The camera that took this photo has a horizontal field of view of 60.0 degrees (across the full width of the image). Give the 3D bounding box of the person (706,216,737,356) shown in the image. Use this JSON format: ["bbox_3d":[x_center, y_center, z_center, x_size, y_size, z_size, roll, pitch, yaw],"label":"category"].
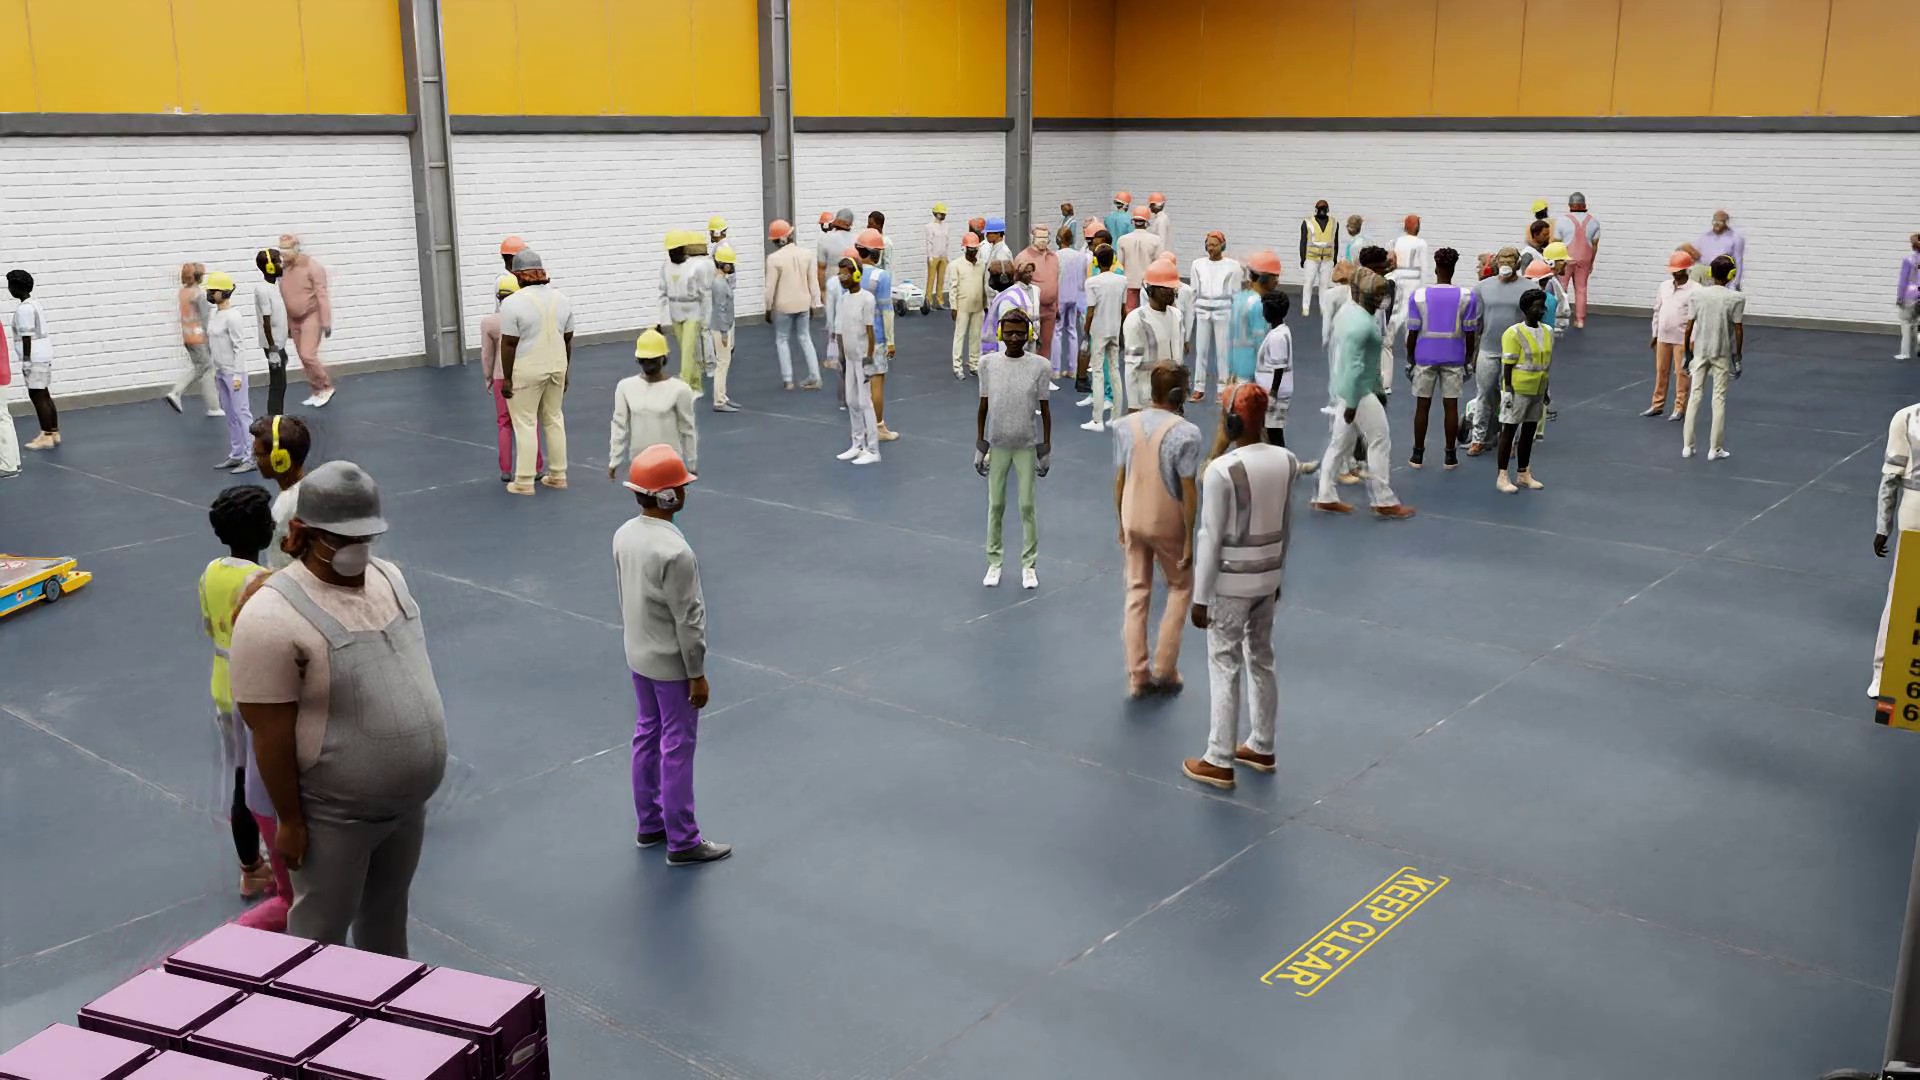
[{"bbox_3d":[-3.150,-3.344,21.965,0.403,1.827,0.599,0,14,-2],"label":"person"}]

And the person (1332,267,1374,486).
[{"bbox_3d":[3.356,-1.392,14.133,0.338,1.845,0.514,8,16,30],"label":"person"}]

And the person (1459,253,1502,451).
[{"bbox_3d":[4.955,-1.752,15.569,0.393,1.846,0.564,9,17,33],"label":"person"}]

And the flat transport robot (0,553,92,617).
[{"bbox_3d":[-6.170,0.344,10.387,0.652,0.197,1.431,2,14,6],"label":"flat transport robot"}]

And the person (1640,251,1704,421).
[{"bbox_3d":[7.375,-2.104,17.182,0.338,1.742,0.560,-9,16,-31],"label":"person"}]

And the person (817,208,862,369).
[{"bbox_3d":[-1.488,-3.209,20.996,0.701,2.000,0.622,-7,15,-25],"label":"person"}]

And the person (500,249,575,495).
[{"bbox_3d":[-3.550,-1.411,13.812,0.535,2.000,0.685,10,17,36],"label":"person"}]

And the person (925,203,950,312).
[{"bbox_3d":[-0.352,-4.627,27.237,0.336,1.766,0.526,13,19,43],"label":"person"}]

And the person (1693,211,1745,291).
[{"bbox_3d":[10.403,-3.607,22.965,0.990,1.853,0.665,-11,18,-37],"label":"person"}]

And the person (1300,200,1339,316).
[{"bbox_3d":[5.733,-4.493,26.532,0.634,1.841,0.429,-1,14,-3],"label":"person"}]

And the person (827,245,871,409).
[{"bbox_3d":[-1.141,-2.273,17.835,0.564,1.752,0.339,4,15,17],"label":"person"}]

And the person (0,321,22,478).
[{"bbox_3d":[-8.413,-1.404,14.392,0.354,1.741,0.567,-8,16,-28],"label":"person"}]

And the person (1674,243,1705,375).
[{"bbox_3d":[8.867,-2.813,20.281,0.525,1.605,0.409,-11,18,-37],"label":"person"}]

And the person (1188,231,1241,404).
[{"bbox_3d":[2.774,-2.434,18.219,0.586,1.882,0.342,6,15,23],"label":"person"}]

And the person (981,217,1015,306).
[{"bbox_3d":[0.450,-2.897,19.964,0.415,1.939,0.611,-1,14,-2],"label":"person"}]

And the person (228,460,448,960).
[{"bbox_3d":[-1.860,0.742,5.207,0.535,2.000,0.685,5,15,19],"label":"person"}]

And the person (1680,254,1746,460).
[{"bbox_3d":[6.870,-1.667,15.183,0.533,1.870,0.315,11,18,37],"label":"person"}]

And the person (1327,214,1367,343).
[{"bbox_3d":[5.489,-3.606,23.055,0.688,1.815,0.556,2,14,8],"label":"person"}]

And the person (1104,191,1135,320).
[{"bbox_3d":[2.524,-4.456,26.072,0.625,1.992,0.389,13,19,43],"label":"person"}]

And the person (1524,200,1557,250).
[{"bbox_3d":[9.024,-4.329,25.828,0.617,1.865,0.844,-2,14,-8],"label":"person"}]

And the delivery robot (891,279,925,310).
[{"bbox_3d":[-0.861,-3.952,26.788,0.477,0.478,0.707,-8,16,-28],"label":"delivery robot"}]

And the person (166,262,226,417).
[{"bbox_3d":[-7.952,-2.068,17.283,0.527,1.625,0.518,12,18,40],"label":"person"}]

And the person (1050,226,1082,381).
[{"bbox_3d":[1.246,-2.825,19.891,0.516,1.835,0.355,-8,16,-29],"label":"person"}]

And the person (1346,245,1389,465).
[{"bbox_3d":[3.649,-1.663,14.968,0.362,1.965,0.612,-2,14,-6],"label":"person"}]

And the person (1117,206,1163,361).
[{"bbox_3d":[2.315,-3.290,21.414,0.612,1.995,0.379,4,15,15],"label":"person"}]

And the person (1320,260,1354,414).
[{"bbox_3d":[4.044,-2.140,17.572,0.492,1.625,0.279,-5,15,-19],"label":"person"}]

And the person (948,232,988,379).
[{"bbox_3d":[0.124,-2.820,20.025,0.561,1.752,0.327,-9,17,-32],"label":"person"}]

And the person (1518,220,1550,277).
[{"bbox_3d":[6.717,-2.802,19.619,0.396,1.919,0.590,9,17,31],"label":"person"}]

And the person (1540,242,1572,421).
[{"bbox_3d":[6.092,-2.156,17.212,0.404,1.831,0.600,6,15,22],"label":"person"}]

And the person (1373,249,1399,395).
[{"bbox_3d":[4.800,-2.464,18.832,0.307,1.641,0.513,1,14,4],"label":"person"}]

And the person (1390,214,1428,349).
[{"bbox_3d":[5.943,-3.425,22.262,0.926,1.852,0.586,-10,17,-35],"label":"person"}]

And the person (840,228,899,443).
[{"bbox_3d":[-0.861,-1.958,15.996,0.608,2.044,0.378,10,17,36],"label":"person"}]

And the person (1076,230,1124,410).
[{"bbox_3d":[1.536,-2.357,17.844,0.391,1.918,0.587,-7,16,-27],"label":"person"}]

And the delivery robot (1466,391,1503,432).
[{"bbox_3d":[5.157,-1.278,16.103,0.477,0.478,0.707,9,16,31],"label":"delivery robot"}]

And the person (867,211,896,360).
[{"bbox_3d":[-1.051,-3.291,21.579,0.391,1.917,0.593,-7,16,-27],"label":"person"}]

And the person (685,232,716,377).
[{"bbox_3d":[-3.163,-2.852,20.185,0.484,1.739,0.313,3,14,13],"label":"person"}]

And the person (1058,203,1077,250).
[{"bbox_3d":[1.932,-5.214,29.848,0.312,1.632,0.519,-5,15,-21],"label":"person"}]

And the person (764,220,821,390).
[{"bbox_3d":[-1.949,-2.688,19.124,0.631,1.953,0.428,-11,18,-38],"label":"person"}]
